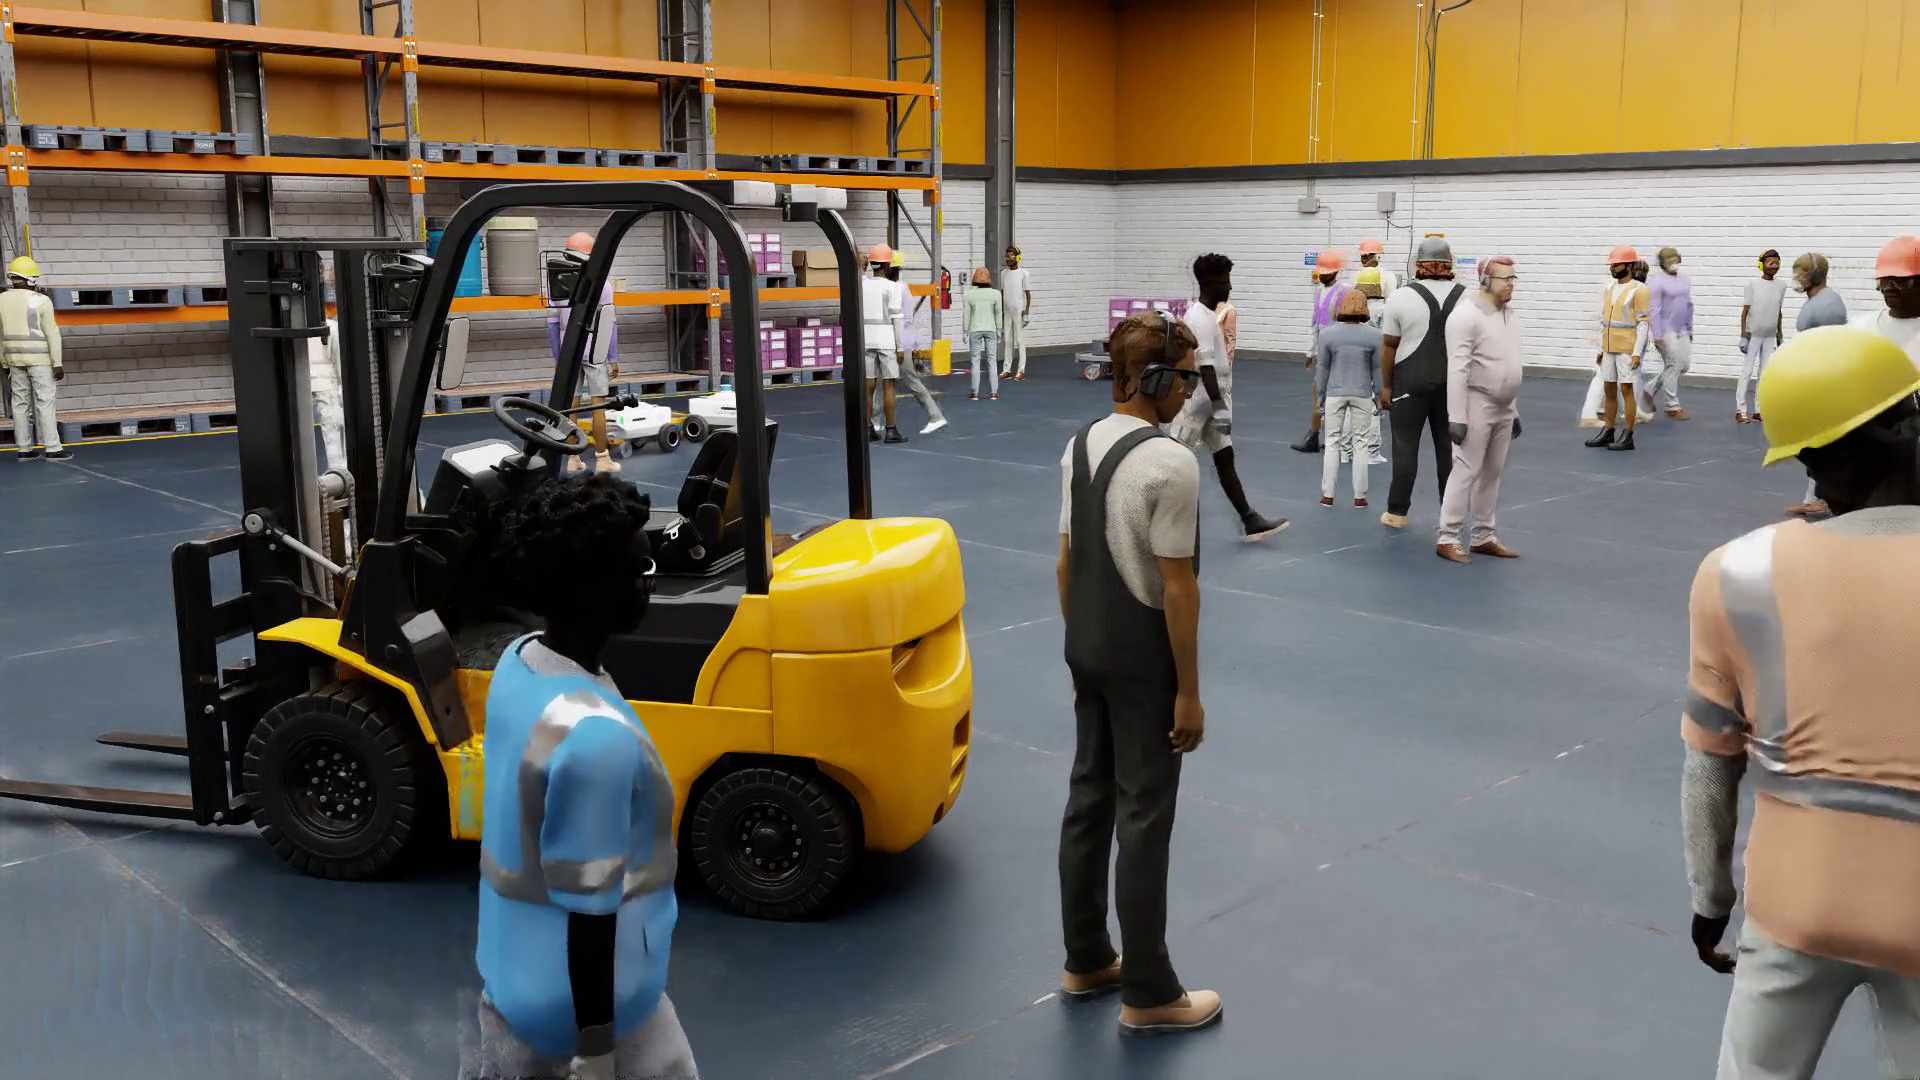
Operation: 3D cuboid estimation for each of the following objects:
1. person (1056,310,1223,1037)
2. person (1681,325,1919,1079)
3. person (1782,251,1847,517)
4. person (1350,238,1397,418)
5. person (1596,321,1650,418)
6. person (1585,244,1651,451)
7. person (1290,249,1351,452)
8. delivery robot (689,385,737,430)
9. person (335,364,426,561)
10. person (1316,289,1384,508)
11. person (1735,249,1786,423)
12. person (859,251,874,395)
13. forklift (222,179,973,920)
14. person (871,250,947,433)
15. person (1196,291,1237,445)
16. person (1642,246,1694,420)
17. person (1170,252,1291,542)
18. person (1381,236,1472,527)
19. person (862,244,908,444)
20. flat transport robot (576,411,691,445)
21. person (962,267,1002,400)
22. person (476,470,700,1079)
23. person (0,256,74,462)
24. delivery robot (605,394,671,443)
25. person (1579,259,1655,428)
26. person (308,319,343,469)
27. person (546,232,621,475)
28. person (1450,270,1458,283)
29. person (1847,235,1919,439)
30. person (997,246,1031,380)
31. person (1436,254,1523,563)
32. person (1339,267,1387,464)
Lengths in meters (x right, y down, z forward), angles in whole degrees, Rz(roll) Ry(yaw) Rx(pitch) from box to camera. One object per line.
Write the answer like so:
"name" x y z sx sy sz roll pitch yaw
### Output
"person" 0.442 0.339 4.254 0.351 1.838 0.506 -6 12 -30
"person" 1.484 0.609 2.669 0.663 1.885 0.393 8 13 37
"person" 6.096 -1.090 11.859 0.439 1.911 0.634 4 11 21
"person" 4.514 -2.329 18.371 0.396 1.992 0.623 -8 13 -37
"person" 7.359 -2.214 18.475 0.561 1.718 0.751 -4 11 -19
"person" 6.212 -1.812 15.704 0.369 1.935 0.552 -4 11 -20
"person" 3.356 -1.755 15.524 0.801 1.885 0.576 -3 11 -14
"delivery robot" -2.294 -1.282 16.335 0.707 0.478 0.477 4 11 21
"person" -3.405 -0.720 10.003 0.923 1.842 0.605 -6 12 -28
"person" 2.905 -1.050 12.412 0.502 1.626 0.282 3 11 14
"person" 8.674 -2.195 17.977 0.517 1.874 0.327 -2 11 -8
"person" -1.072 -2.267 18.432 0.389 1.847 0.563 1 10 7
"forklift" -1.114 -0.058 5.440 2.313 2.155 1.214 2 11 13
"person" -0.597 -2.015 16.987 0.966 1.878 0.582 -1 10 -4
"person" 2.449 -1.698 15.896 0.309 1.641 0.513 -5 12 -26
"person" 7.828 -2.271 18.344 0.683 1.893 0.654 -8 13 -36
"person" 1.631 -0.907 10.861 1.030 1.909 0.614 3 11 13
"person" 3.268 -1.115 11.626 0.702 2.000 0.535 -1 10 -3
"person" -0.767 -1.906 16.221 0.542 1.938 0.358 6 12 30
"flat transport robot" -3.184 -1.121 16.485 0.652 0.197 1.431 9 14 40
"person" 0.276 -2.546 20.538 0.497 1.634 0.279 -1 10 -5
"person" -0.681 0.713 2.675 0.781 1.667 0.535 -6 12 -29
"person" -8.304 -1.610 14.890 0.600 1.832 0.404 1 10 6
"delivery robot" -3.007 -1.108 15.385 0.477 0.478 0.707 6 12 32
"person" 7.026 -2.069 17.599 0.980 1.763 0.638 0 10 -1
"person" -5.036 -1.159 12.951 0.514 1.644 0.307 -4 11 -19
"person" -3.174 -1.567 14.083 0.608 2.044 0.370 2 11 12
"person" 6.792 -3.100 23.156 0.961 1.793 0.634 4 11 21
"person" 4.366 -0.405 7.833 0.763 2.019 0.610 -9 14 -40
"person" 0.753 -3.171 23.299 0.519 1.873 0.335 8 13 38
"person" 3.277 -0.813 10.348 0.654 1.906 0.403 -8 13 -38
"person" 3.596 -1.544 14.777 0.487 1.744 0.297 6 12 31
